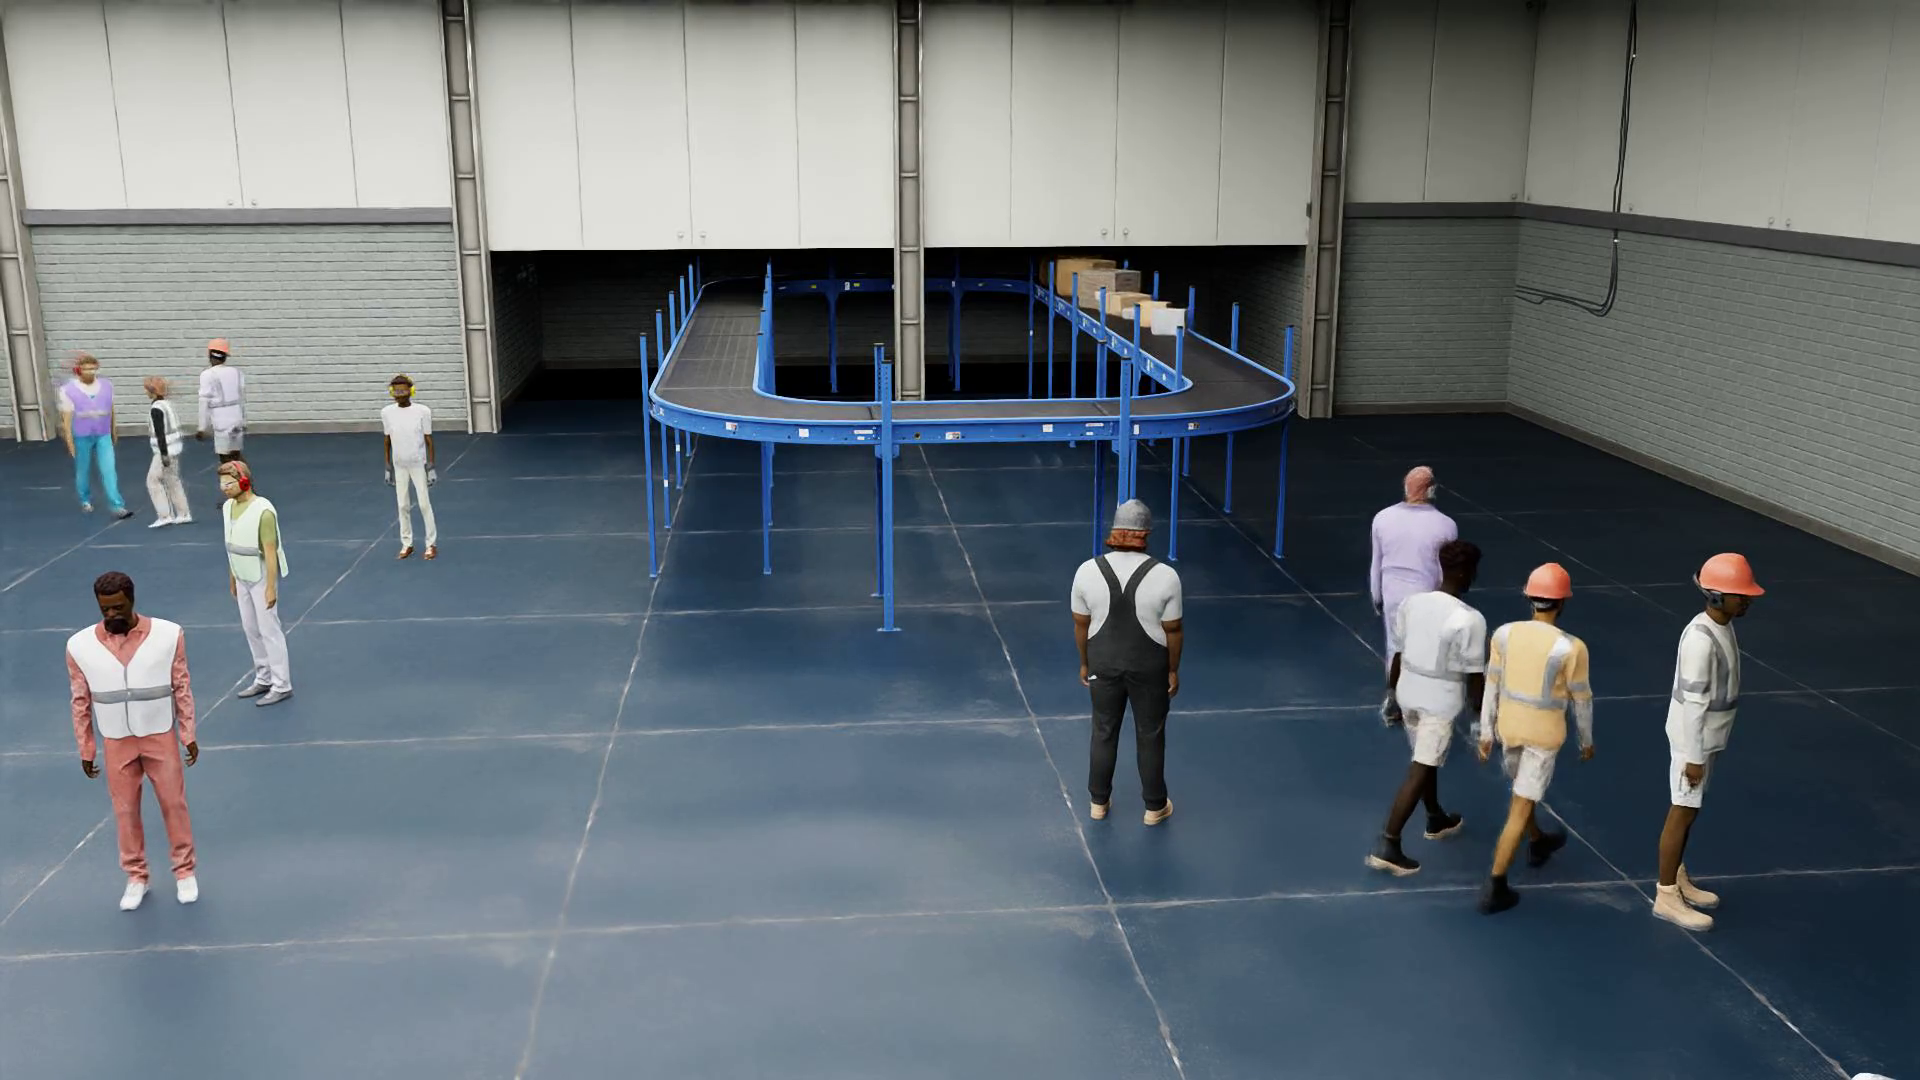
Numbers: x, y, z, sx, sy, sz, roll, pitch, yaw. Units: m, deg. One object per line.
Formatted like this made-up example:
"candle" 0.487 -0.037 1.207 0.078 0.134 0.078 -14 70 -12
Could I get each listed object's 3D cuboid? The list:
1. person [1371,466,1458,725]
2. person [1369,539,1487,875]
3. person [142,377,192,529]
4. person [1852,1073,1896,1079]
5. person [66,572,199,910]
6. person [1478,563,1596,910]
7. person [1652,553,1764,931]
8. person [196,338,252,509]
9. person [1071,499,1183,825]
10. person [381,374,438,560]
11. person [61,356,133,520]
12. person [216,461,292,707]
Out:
"person" 3.198 0.416 11.800 0.650 1.892 0.522 11 18 37
"person" 2.722 0.949 9.644 0.946 1.916 0.650 -8 16 -30
"person" -8.531 -0.929 17.709 0.523 1.616 0.546 -4 15 -15
"person" 2.764 2.180 4.770 0.358 1.880 0.564 -10 17 -36
"person" -4.506 1.082 9.106 0.597 1.907 0.408 -5 15 -21
"person" 3.210 1.060 9.235 1.043 1.871 0.549 -11 18 -38
"person" 3.999 1.058 8.916 0.392 2.045 0.608 9 17 32
"person" -8.221 -1.293 18.634 0.427 1.897 0.624 5 15 18
"person" 1.047 0.734 10.220 0.679 2.000 0.537 5 15 18
"person" -5.424 -0.718 16.414 0.514 1.859 0.339 0 14 2
"person" -9.478 -1.116 18.160 1.003 1.783 0.622 12 18 40
"person" -5.234 0.304 12.369 0.574 1.832 0.400 10 17 35
